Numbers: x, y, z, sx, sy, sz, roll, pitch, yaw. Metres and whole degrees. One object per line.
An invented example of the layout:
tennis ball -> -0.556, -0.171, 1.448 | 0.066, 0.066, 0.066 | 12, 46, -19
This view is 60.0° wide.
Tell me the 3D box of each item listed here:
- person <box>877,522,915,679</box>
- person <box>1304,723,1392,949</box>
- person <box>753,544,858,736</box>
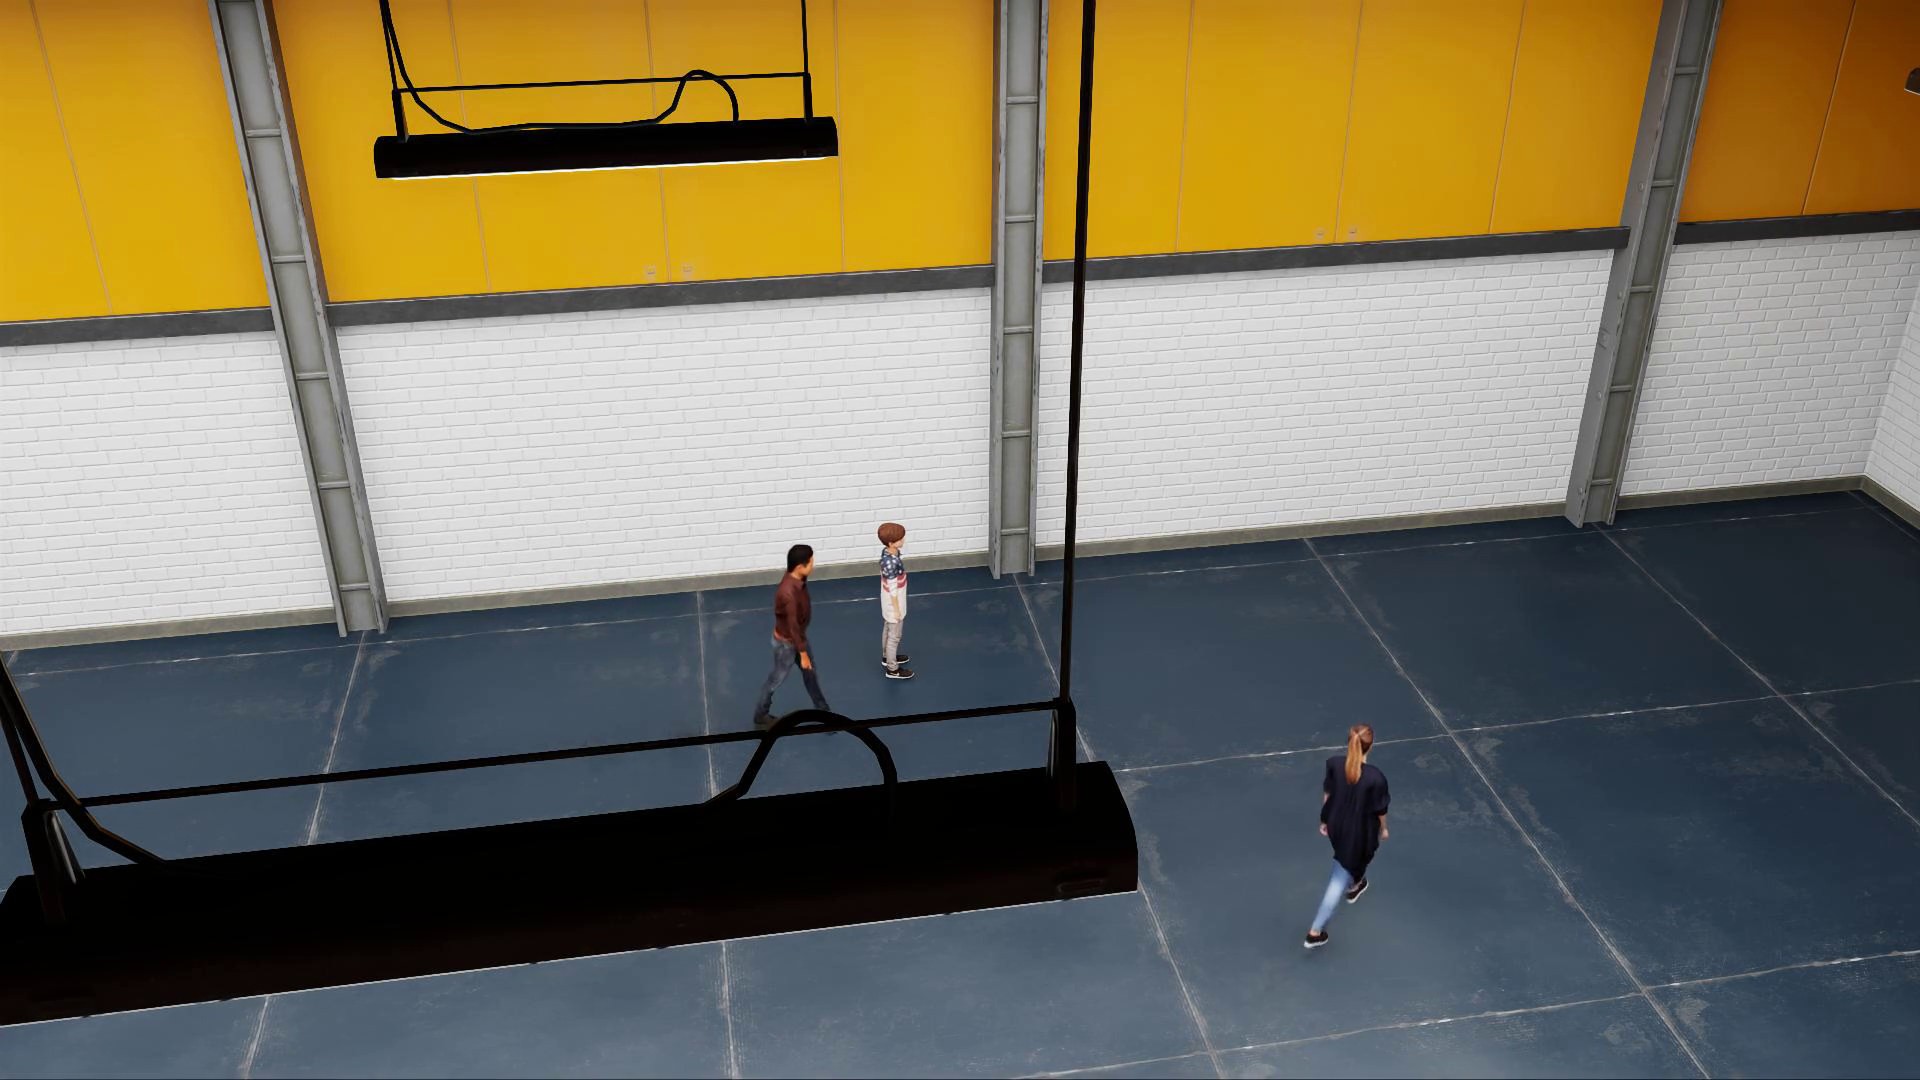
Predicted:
person -> -0.570, 0.492, 14.154 | 0.471, 1.439, 0.513 | -5, 29, -9
person -> 2.579, 2.010, 11.159 | 1.201, 1.641, 1.023 | -25, 37, -38
person -> -1.441, 0.831, 13.243 | 1.198, 1.715, 0.918 | 4, 29, 7
